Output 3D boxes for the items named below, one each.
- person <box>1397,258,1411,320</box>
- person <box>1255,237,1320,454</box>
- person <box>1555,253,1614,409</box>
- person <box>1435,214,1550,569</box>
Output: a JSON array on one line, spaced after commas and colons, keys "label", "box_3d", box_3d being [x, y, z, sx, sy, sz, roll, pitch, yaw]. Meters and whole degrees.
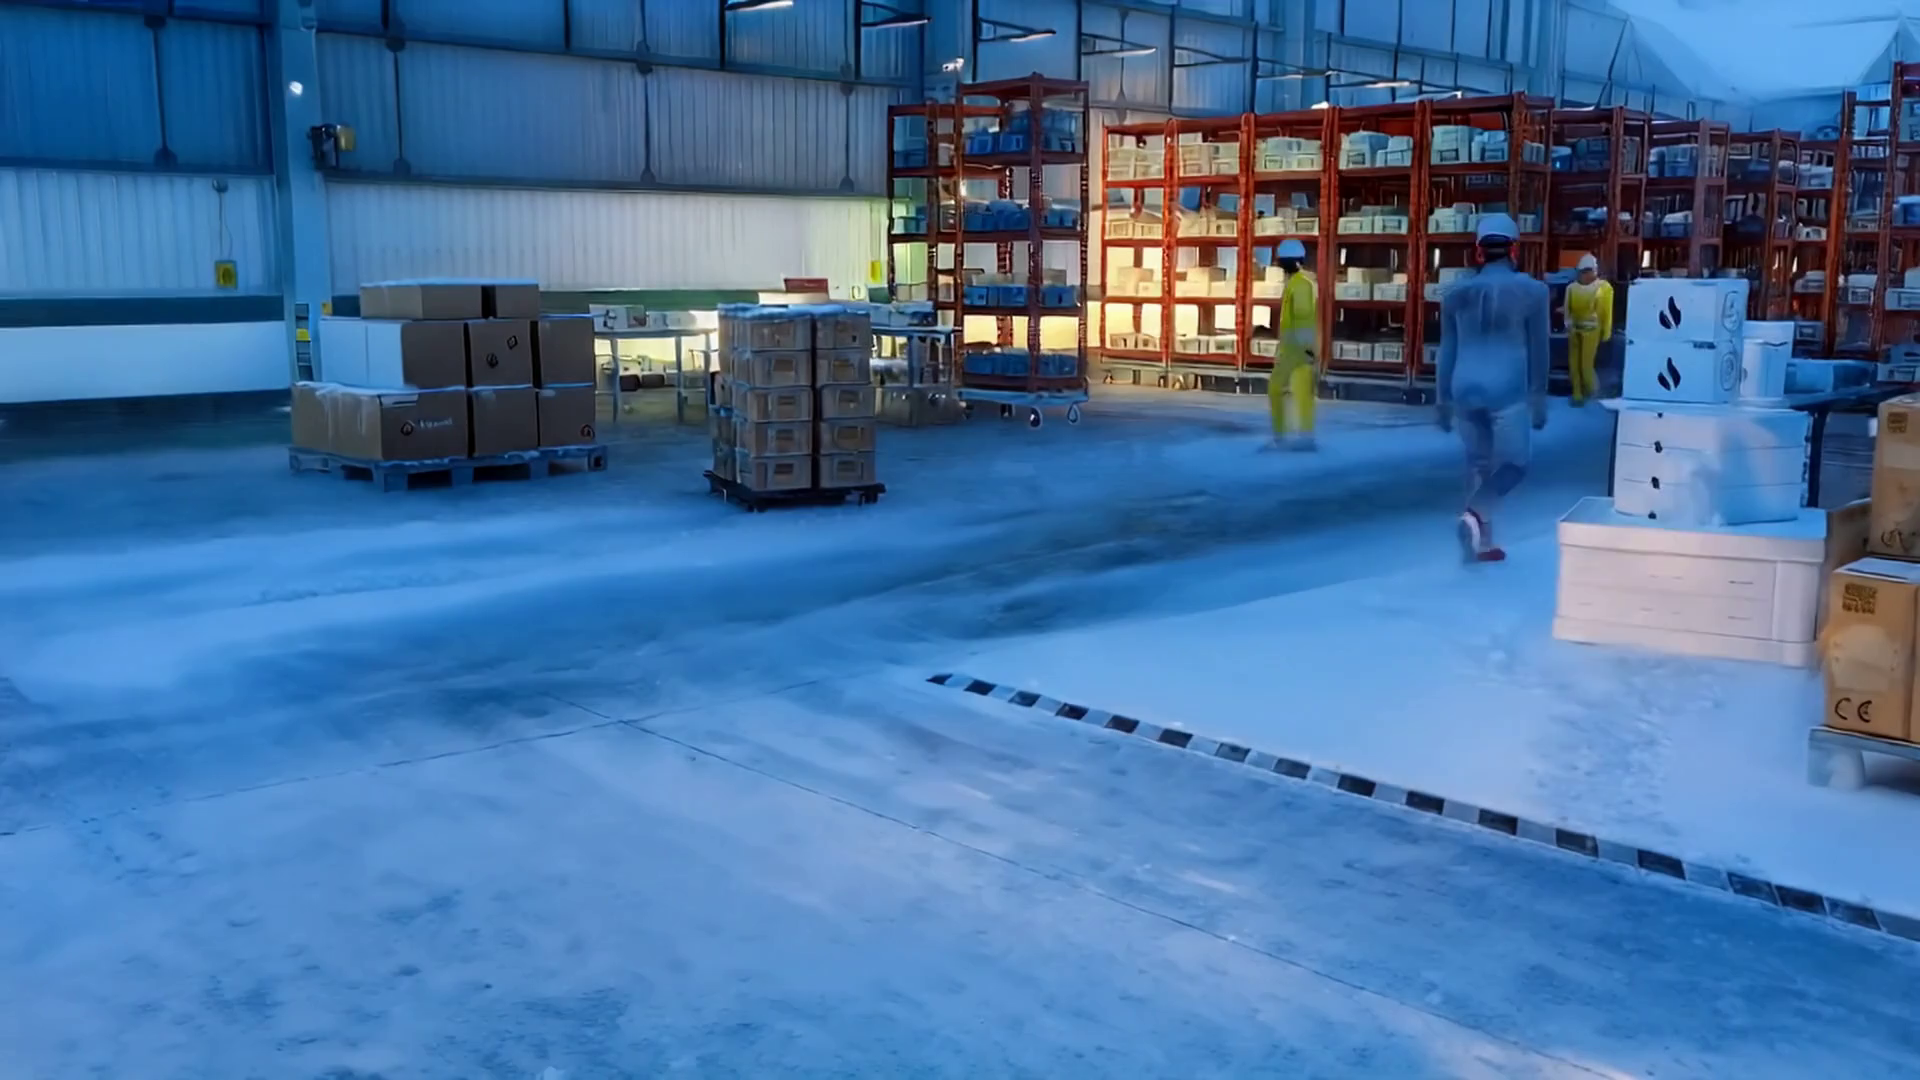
[{"label": "person", "box_3d": [7.851, -4.086, 29.430, 0.825, 1.792, 0.648, -3, 10, -18]}, {"label": "person", "box_3d": [2.887, -1.719, 14.797, 0.708, 1.922, 0.656, 1, 9, 5]}, {"label": "person", "box_3d": [7.270, -2.432, 19.417, 0.431, 1.815, 0.604, -9, 13, -42]}, {"label": "person", "box_3d": [2.869, -0.786, 9.067, 0.620, 1.967, 0.651, 8, 13, 42]}]
